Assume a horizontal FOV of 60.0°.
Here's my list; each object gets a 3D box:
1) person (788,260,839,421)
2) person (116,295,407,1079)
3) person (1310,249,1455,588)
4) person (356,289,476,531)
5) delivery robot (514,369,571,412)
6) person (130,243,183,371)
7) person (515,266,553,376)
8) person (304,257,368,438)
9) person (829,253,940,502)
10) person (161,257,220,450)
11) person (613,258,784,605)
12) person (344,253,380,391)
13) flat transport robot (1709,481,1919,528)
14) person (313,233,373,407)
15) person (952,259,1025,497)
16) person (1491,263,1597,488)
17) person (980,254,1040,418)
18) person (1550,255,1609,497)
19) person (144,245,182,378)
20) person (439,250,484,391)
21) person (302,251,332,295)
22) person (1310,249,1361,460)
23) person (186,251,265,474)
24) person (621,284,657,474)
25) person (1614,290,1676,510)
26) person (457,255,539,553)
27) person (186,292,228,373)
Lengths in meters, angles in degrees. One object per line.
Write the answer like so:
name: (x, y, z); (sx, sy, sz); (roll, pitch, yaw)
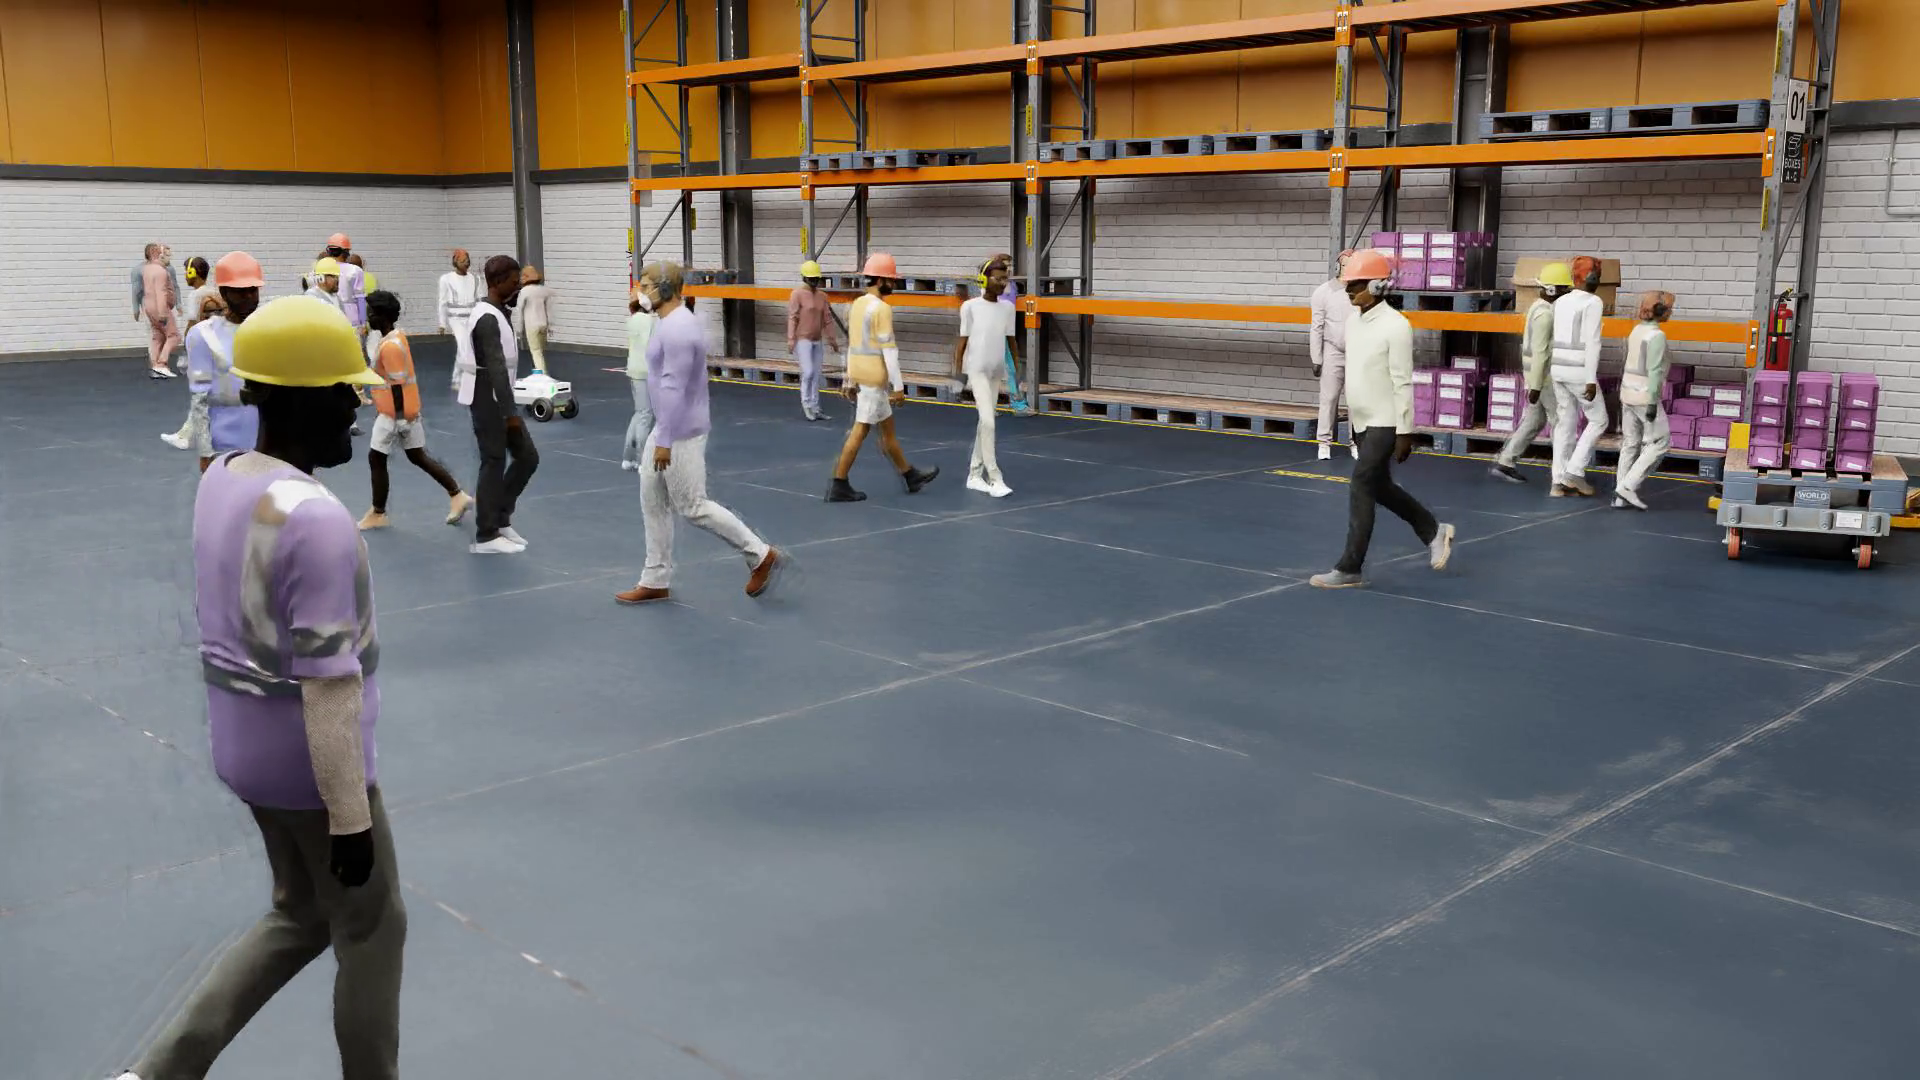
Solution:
person: (-1.594, -2.152, 18.070); (0.362, 1.746, 0.615); (9, 14, 40)
person: (-1.412, 0.455, 3.430); (0.681, 1.904, 0.596); (-10, 14, -43)
person: (2.497, -0.703, 9.634); (0.913, 1.959, 0.629); (-3, 11, -15)
person: (-3.793, -0.893, 11.434); (0.813, 1.667, 0.527); (-2, 11, -11)
delivery robot: (-4.633, -1.639, 18.282); (0.707, 0.478, 0.477); (6, 12, 27)
person: (-11.891, -3.416, 24.609); (0.713, 1.907, 0.650); (8, 13, 36)
person: (-5.628, -2.789, 21.900); (0.495, 1.612, 0.493); (7, 12, 34)
person: (-6.373, -1.909, 16.593); (0.762, 1.812, 0.574); (3, 11, 14)
person: (-0.592, -1.236, 12.722); (1.003, 1.875, 0.562); (-5, 11, -24)
person: (-7.115, -1.727, 15.585); (0.960, 1.805, 0.676); (0, 10, -1)
person: (-1.449, -0.578, 9.080); (0.852, 1.910, 0.634); (-3, 11, -18)
person: (-7.409, -2.663, 20.716); (0.871, 1.809, 0.628); (6, 12, 28)
flat transport robot: (6.233, -0.289, 11.951); (1.431, 0.197, 0.652); (8, 13, 39)
person: (-7.268, -2.578, 19.591); (0.609, 2.044, 0.394); (0, 10, 1)
person: (0.279, -1.241, 12.923); (0.531, 1.822, 0.875); (-8, 13, -36)
person: (4.728, -1.320, 13.387); (0.805, 1.802, 0.595); (3, 11, 15)
person: (0.519, -2.238, 18.366); (0.885, 1.804, 0.581); (10, 14, 43)
person: (4.788, -1.260, 12.878); (0.458, 1.867, 0.599); (-3, 11, -15)
person: (-11.263, -3.212, 23.490); (0.425, 1.888, 0.685); (-9, 14, -41)
person: (-6.368, -2.807, 21.426); (0.977, 1.830, 0.601); (10, 14, 42)
person: (-9.028, -3.202, 23.688); (0.635, 1.805, 0.940); (-3, 11, -15)
person: (3.474, -1.655, 14.975); (0.635, 1.900, 0.399); (0, 10, -2)
person: (-3.672, -0.511, 8.605); (0.362, 1.939, 0.543); (9, 14, 41)
person: (-2.705, -1.353, 14.120); (0.340, 1.613, 0.592); (-4, 11, -22)
person: (5.015, -1.010, 12.170); (0.341, 1.625, 0.525); (-1, 10, -6)
person: (-2.928, -0.847, 10.553); (0.477, 1.896, 0.582); (-1, 10, -4)
person: (-5.377, -1.014, 12.243); (0.518, 1.612, 0.403); (-2, 11, -10)
